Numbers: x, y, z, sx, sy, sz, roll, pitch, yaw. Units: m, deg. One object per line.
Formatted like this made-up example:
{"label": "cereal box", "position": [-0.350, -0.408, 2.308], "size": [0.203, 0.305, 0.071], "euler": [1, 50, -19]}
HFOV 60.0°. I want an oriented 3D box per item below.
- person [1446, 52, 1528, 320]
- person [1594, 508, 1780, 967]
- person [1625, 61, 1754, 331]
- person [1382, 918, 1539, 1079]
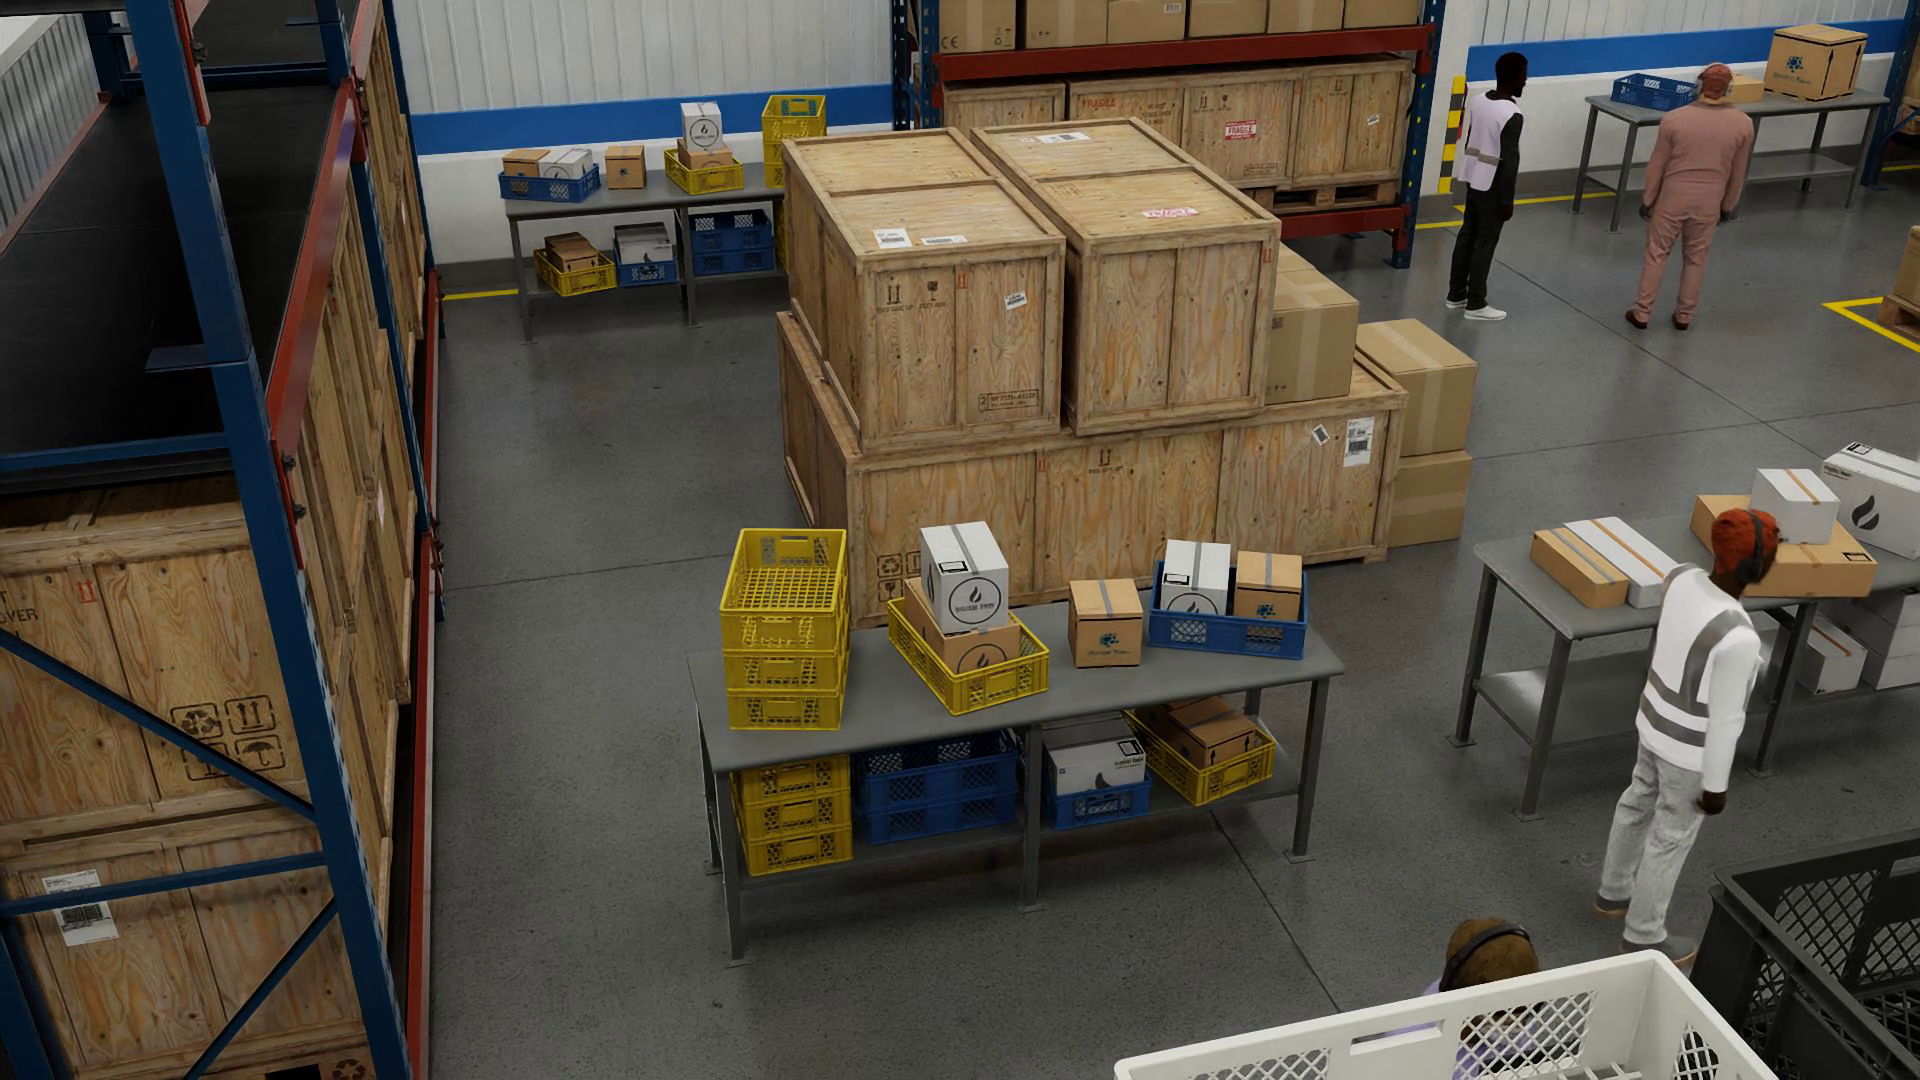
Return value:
{"label": "person", "position": [3.819, -2.551, 12.024], "size": [0.389, 1.919, 0.592], "euler": [-7, 30, -13]}
{"label": "person", "position": [2.670, 0.729, 6.119], "size": [0.355, 1.878, 0.575], "euler": [-1, 29, -2]}
{"label": "person", "position": [5.176, -2.422, 11.815], "size": [0.657, 1.900, 0.394], "euler": [3, 29, 6]}
{"label": "person", "position": [1.197, 1.715, 4.263], "size": [0.379, 1.937, 0.629], "euler": [24, 37, 37]}
